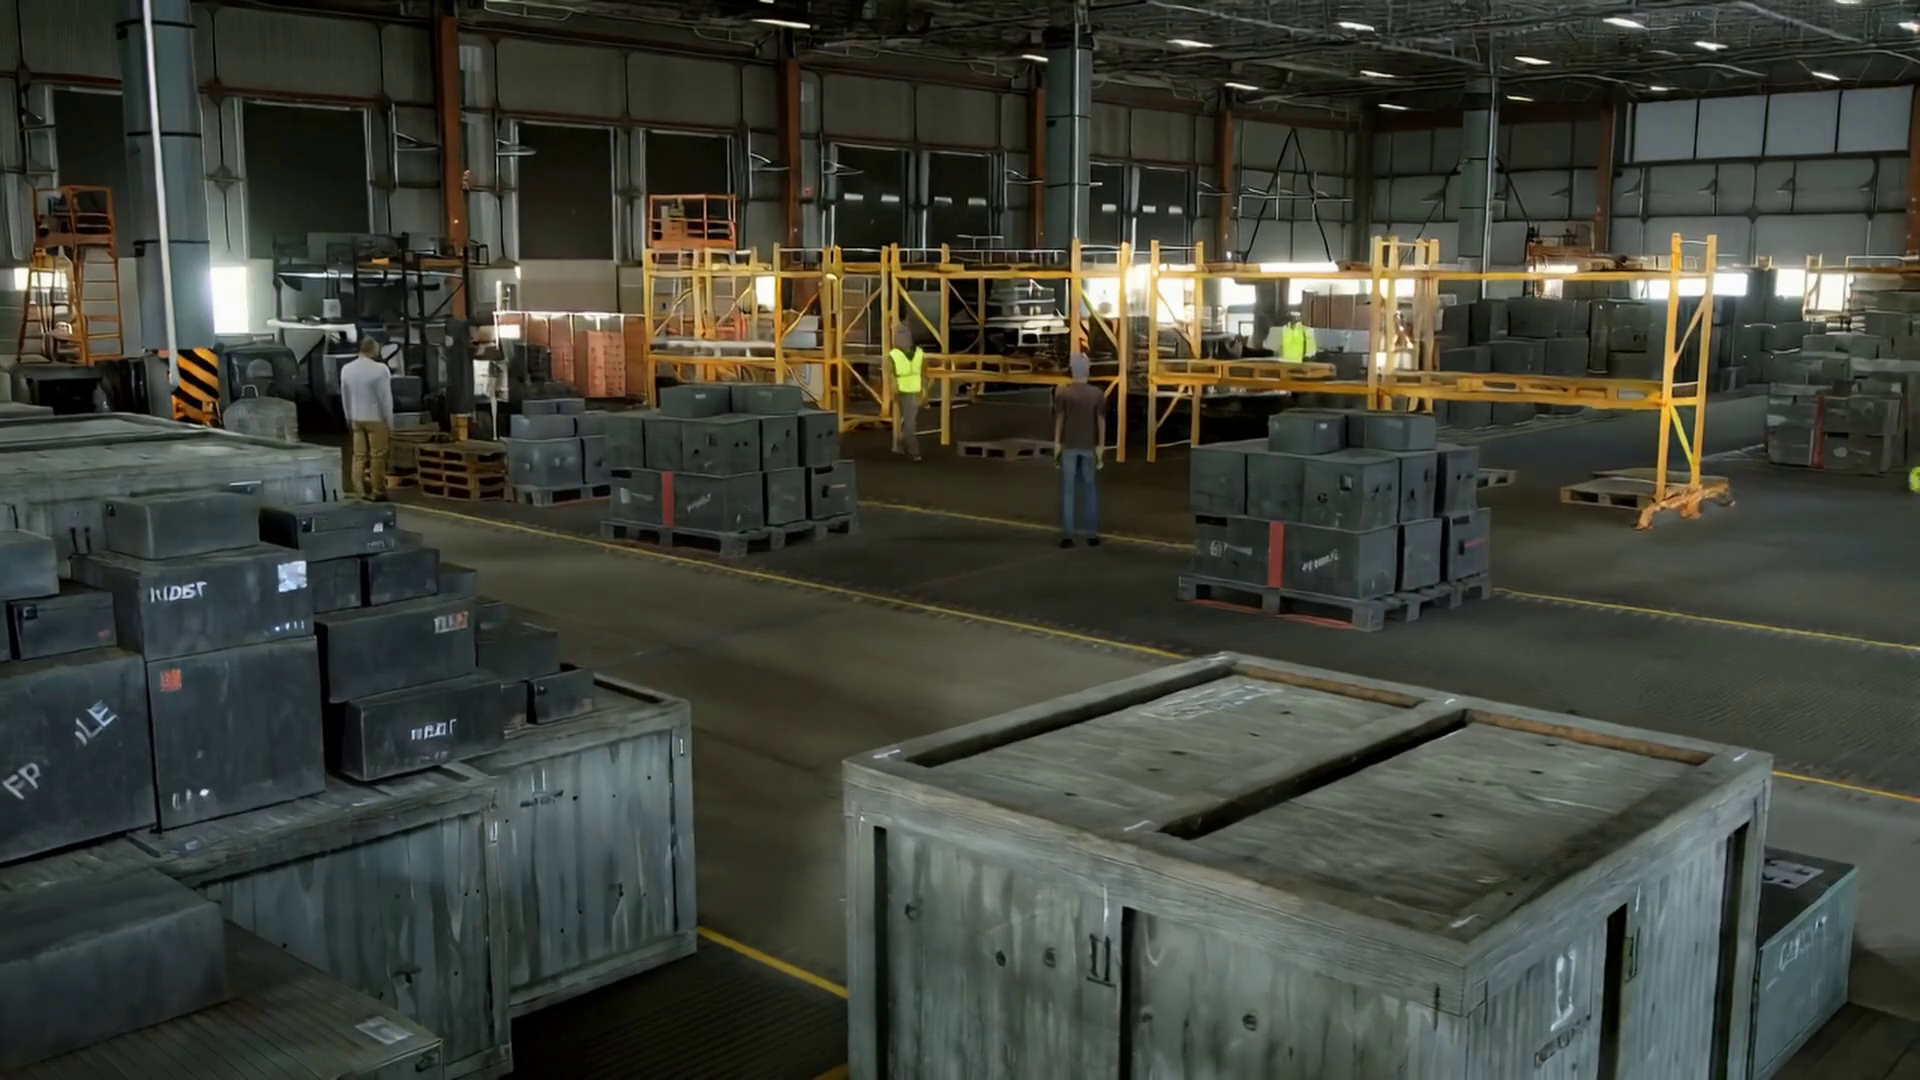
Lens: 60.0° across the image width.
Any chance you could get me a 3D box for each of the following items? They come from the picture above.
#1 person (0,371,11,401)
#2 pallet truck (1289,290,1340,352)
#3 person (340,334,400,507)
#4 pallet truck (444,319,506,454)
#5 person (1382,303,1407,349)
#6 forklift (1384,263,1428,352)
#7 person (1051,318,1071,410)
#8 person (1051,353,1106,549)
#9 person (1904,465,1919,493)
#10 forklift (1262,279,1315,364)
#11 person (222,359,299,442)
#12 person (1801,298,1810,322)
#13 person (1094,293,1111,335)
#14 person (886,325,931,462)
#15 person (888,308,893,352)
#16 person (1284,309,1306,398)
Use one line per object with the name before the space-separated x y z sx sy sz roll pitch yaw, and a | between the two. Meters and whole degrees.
person | -11.786 -1.516 20.114 0.849 1.819 0.628 -9 13 -43
pallet truck | 11.297 -6.951 52.861 1.885 1.965 0.823 -5 11 -29
person | -6.565 -1.311 18.472 0.629 1.936 0.372 3 10 20
pallet truck | -6.981 -1.942 22.150 1.885 1.965 0.823 1 9 9
person | 10.621 -4.882 40.694 0.595 1.842 0.979 2 9 11
forklift | 12.980 -6.426 46.944 1.873 2.768 1.129 3 10 15
person | 1.957 -3.318 31.401 0.485 1.738 0.322 1 9 5
person | 1.130 -0.841 15.808 0.534 1.864 0.310 -1 9 -9
person | 11.376 -1.411 19.065 0.620 1.945 0.773 -6 11 -34
forklift | 8.555 -6.090 44.881 1.873 2.768 1.129 9 13 43
person | -5.757 -0.534 13.766 0.586 1.918 0.394 -2 9 -10
person | 21.516 -5.265 42.790 0.784 1.921 0.554 5 10 28
person | 4.401 -6.670 51.361 0.544 1.929 0.386 1 9 5
person | -0.734 -2.052 23.176 0.615 1.879 0.831 -7 12 -36
person | -1.881 -5.309 43.918 0.314 1.634 0.515 2 10 14
person | 6.885 -3.828 34.235 0.500 1.838 0.360 -4 10 -24
